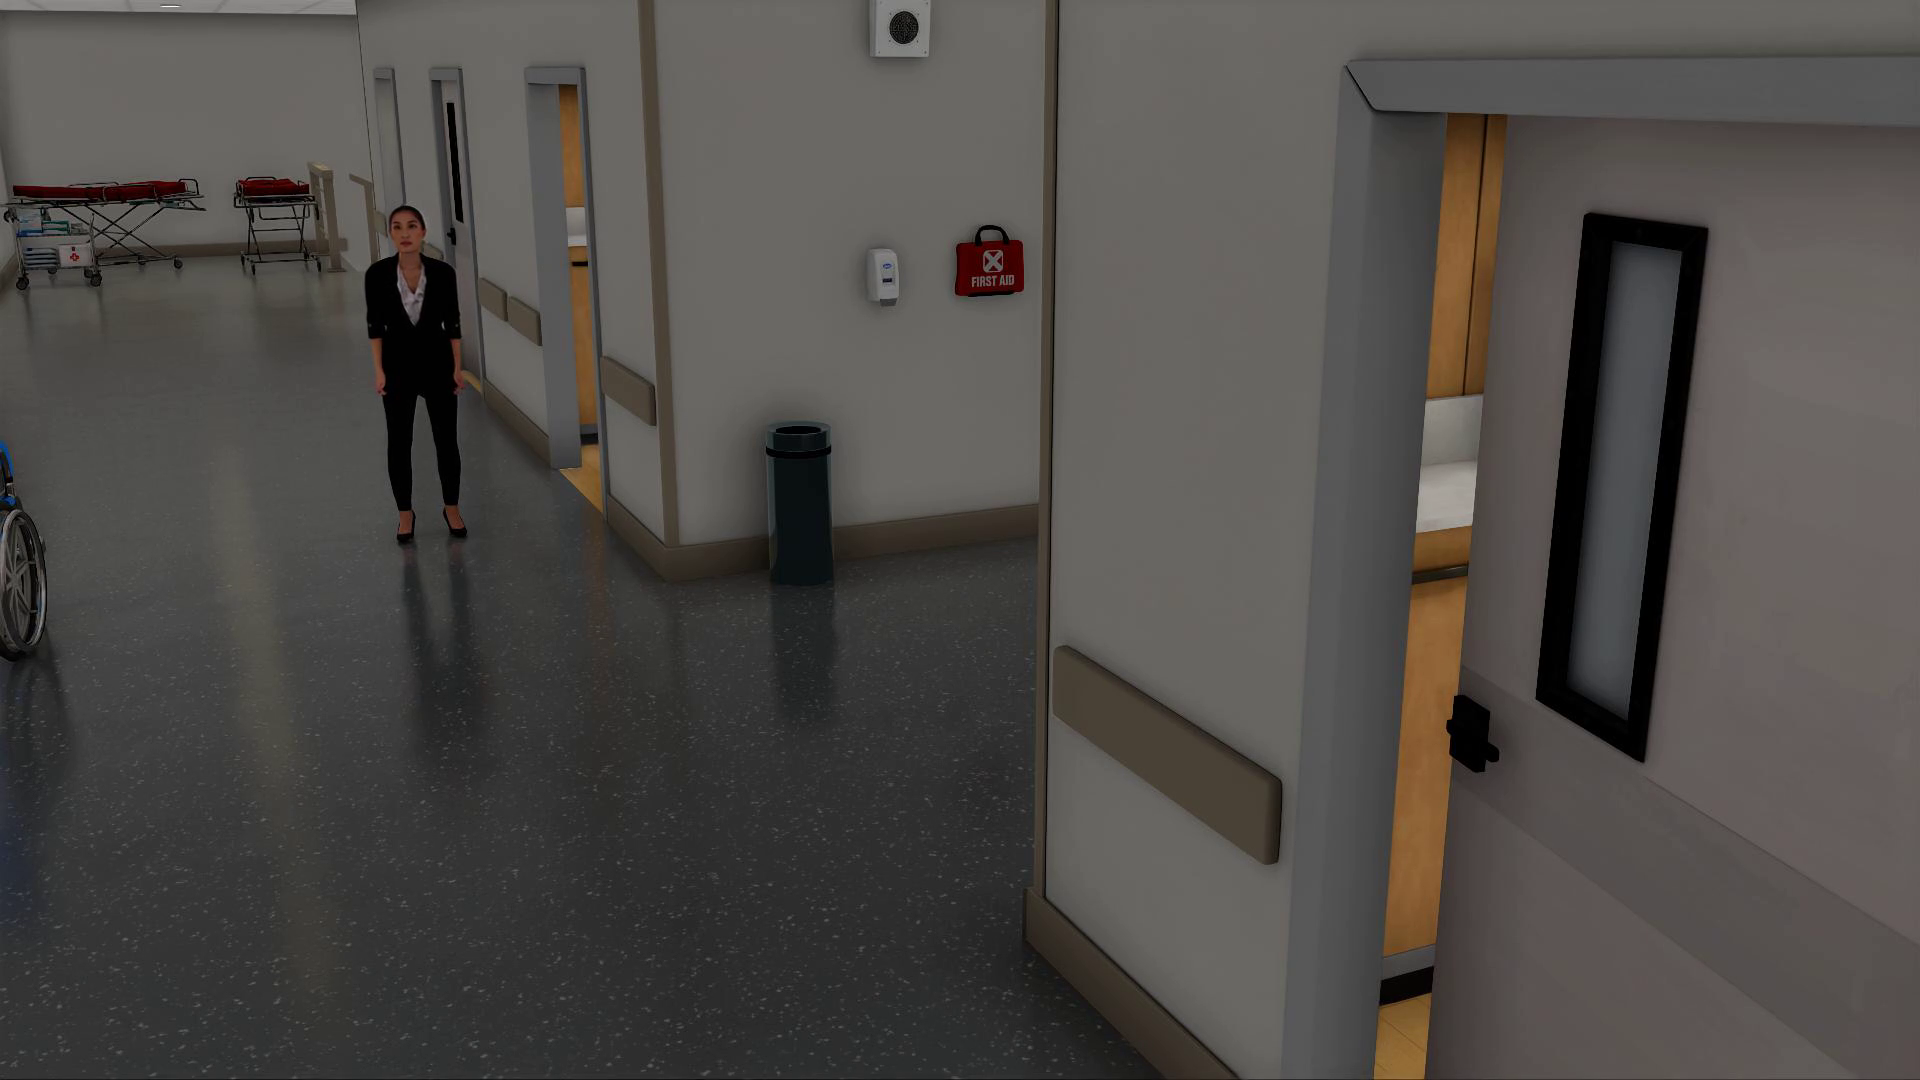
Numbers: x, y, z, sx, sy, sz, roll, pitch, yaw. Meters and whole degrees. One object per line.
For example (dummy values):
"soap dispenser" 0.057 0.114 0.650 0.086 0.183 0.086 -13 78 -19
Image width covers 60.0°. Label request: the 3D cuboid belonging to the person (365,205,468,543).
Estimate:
"person" -2.700 -0.830 8.300 0.601 1.662 0.557 -6 17 -21
